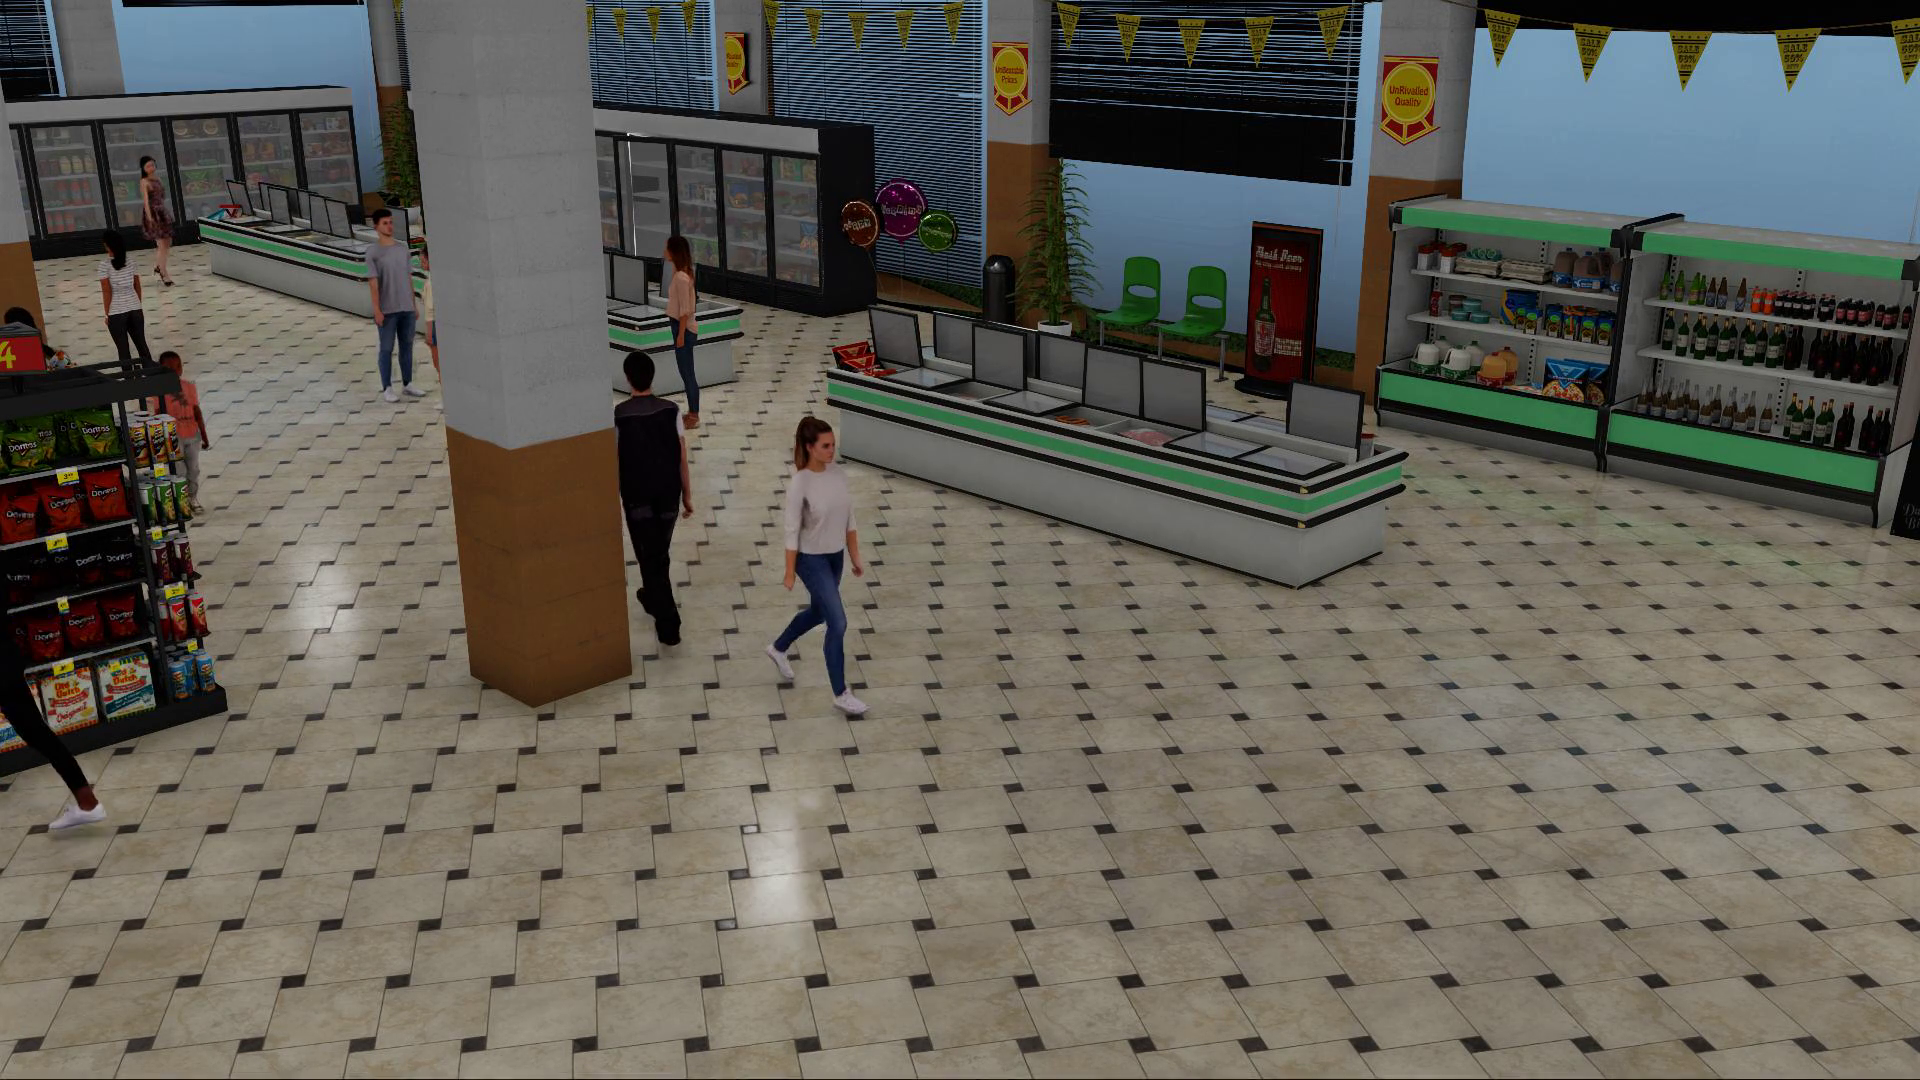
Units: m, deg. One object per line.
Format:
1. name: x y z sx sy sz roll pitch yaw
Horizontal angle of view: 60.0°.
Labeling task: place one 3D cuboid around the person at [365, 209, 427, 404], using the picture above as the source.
1. person: -5.620 -2.331 16.502 0.622 1.888 0.715 12 22 32

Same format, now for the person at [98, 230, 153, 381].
1. person: -8.451 -2.314 16.828 0.595 1.647 0.612 11 22 31

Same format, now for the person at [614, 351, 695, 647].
1. person: -1.898 -0.213 10.360 0.926 1.797 1.279 -9 21 -24

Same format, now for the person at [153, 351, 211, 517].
1. person: -6.110 -0.836 12.991 0.537 1.297 0.607 -14 23 -35

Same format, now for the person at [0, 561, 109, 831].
1. person: -4.534 0.674 7.922 1.152 1.675 1.193 -3 19 -8

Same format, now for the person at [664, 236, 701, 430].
1. person: -2.561 -1.932 15.467 0.731 1.792 0.632 -4 19 -11

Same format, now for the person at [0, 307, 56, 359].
1. person: -6.875 -0.840 12.410 1.207 1.676 0.665 16 24 39

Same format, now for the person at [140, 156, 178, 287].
1. person: -10.936 -4.346 22.673 0.943 1.762 0.892 -2 19 -6

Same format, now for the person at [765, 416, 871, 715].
1. person: -0.865 0.126 9.524 1.143 1.690 0.739 12 22 32
